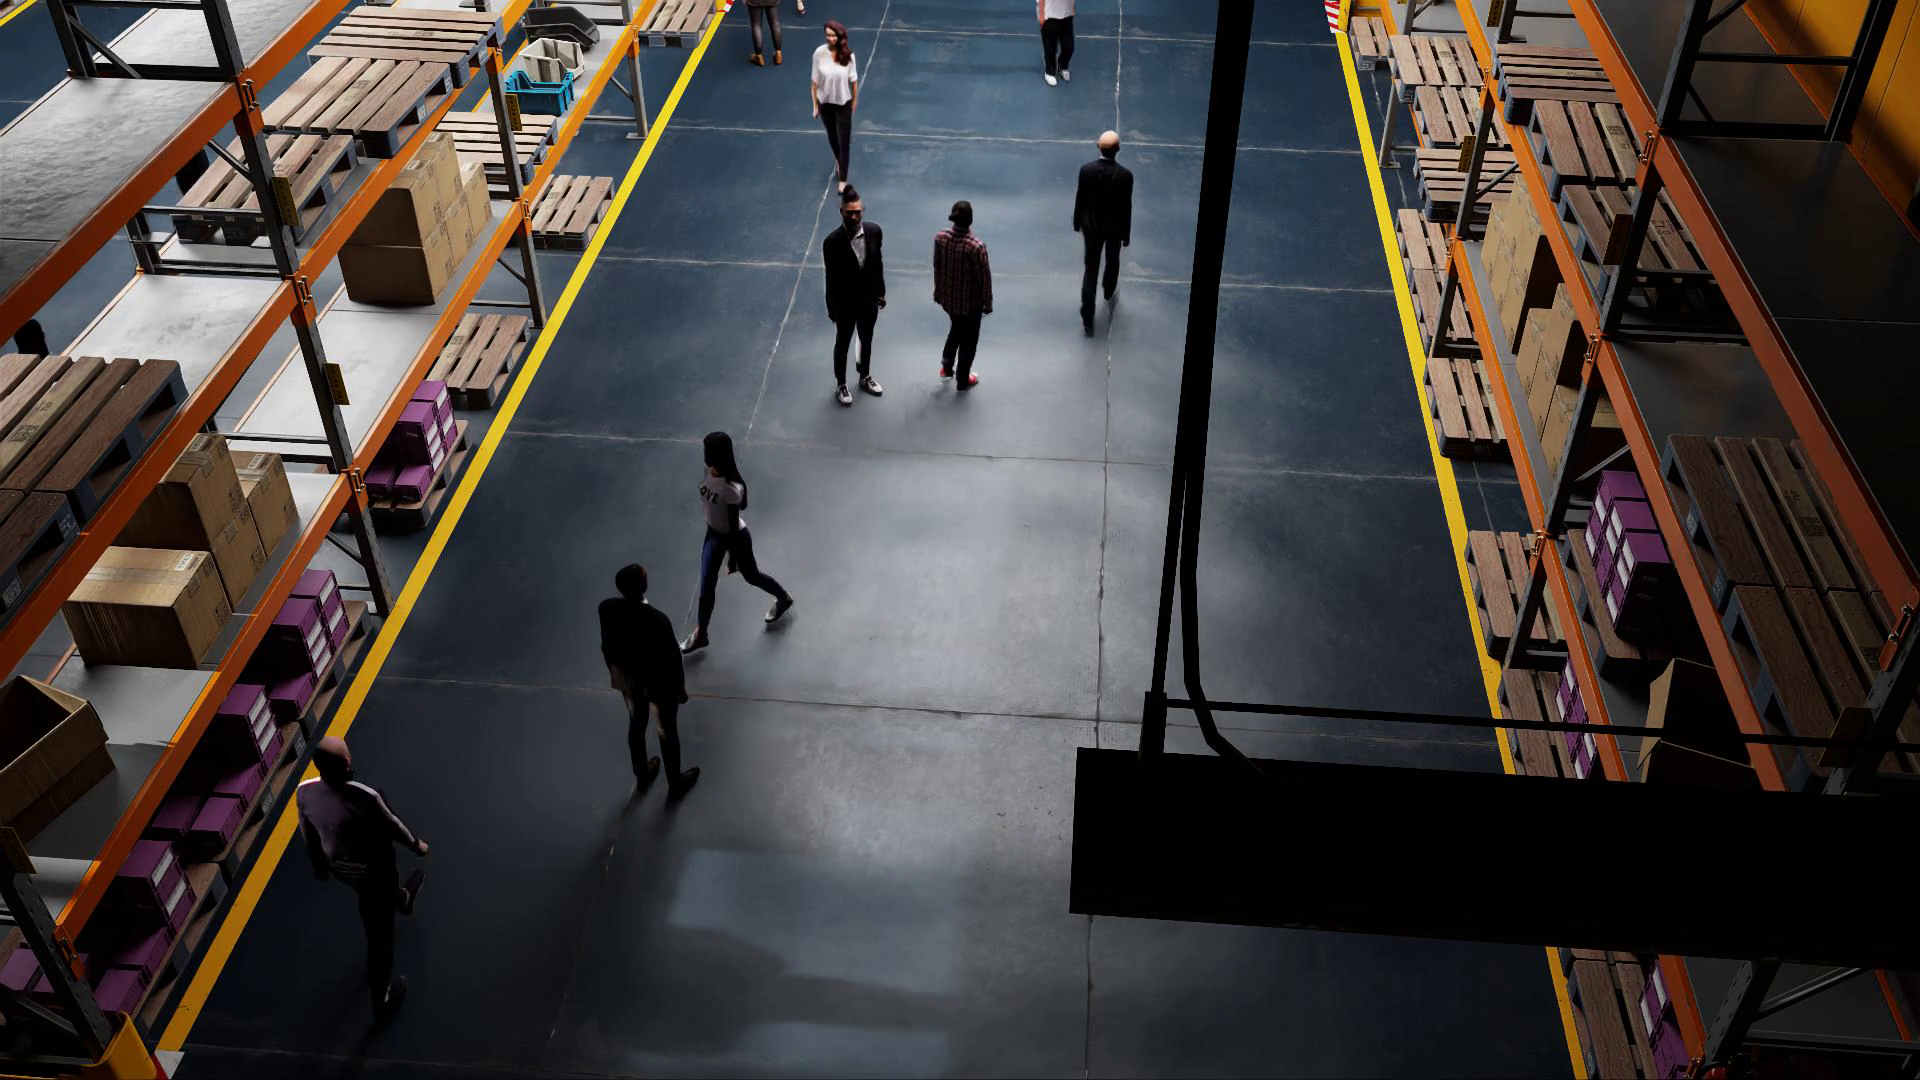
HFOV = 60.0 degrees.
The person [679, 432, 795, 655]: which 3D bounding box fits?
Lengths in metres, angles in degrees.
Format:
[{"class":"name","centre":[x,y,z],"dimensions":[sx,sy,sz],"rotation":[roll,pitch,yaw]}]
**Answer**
[{"class":"person","centre":[-1.499,-0.015,11.459],"dimensions":[1.181,1.728,1.131],"rotation":[-26,46,-29]}]

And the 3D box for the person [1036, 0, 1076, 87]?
[{"class":"person","centre":[1.095,-6.091,19.109],"dimensions":[0.743,1.675,0.753],"rotation":[-11,40,-13]}]

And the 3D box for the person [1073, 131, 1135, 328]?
[{"class":"person","centre":[1.253,-2.744,14.849],"dimensions":[0.818,1.762,1.202],"rotation":[9,40,11]}]

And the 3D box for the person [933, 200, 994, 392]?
[{"class":"person","centre":[-0.019,-2.000,13.926],"dimensions":[0.793,1.751,0.810],"rotation":[25,45,28]}]

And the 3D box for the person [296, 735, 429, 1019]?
[{"class":"person","centre":[-3.281,1.876,9.044],"dimensions":[0.846,1.788,1.215],"rotation":[10,40,13]}]

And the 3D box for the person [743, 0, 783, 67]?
[{"class":"person","centre":[-2.319,-6.428,19.507],"dimensions":[0.702,1.707,0.688],"rotation":[-12,40,-14]}]

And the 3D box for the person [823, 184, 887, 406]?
[{"class":"person","centre":[-0.876,-2.061,13.841],"dimensions":[0.797,1.954,0.818],"rotation":[-21,43,-25]}]

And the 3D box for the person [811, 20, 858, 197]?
[{"class":"person","centre":[-1.270,-4.473,17.026],"dimensions":[0.620,1.747,1.075],"rotation":[3,39,3]}]

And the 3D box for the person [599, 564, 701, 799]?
[{"class":"person","centre":[-1.940,0.872,10.292],"dimensions":[0.720,1.799,0.639],"rotation":[13,40,16]}]
